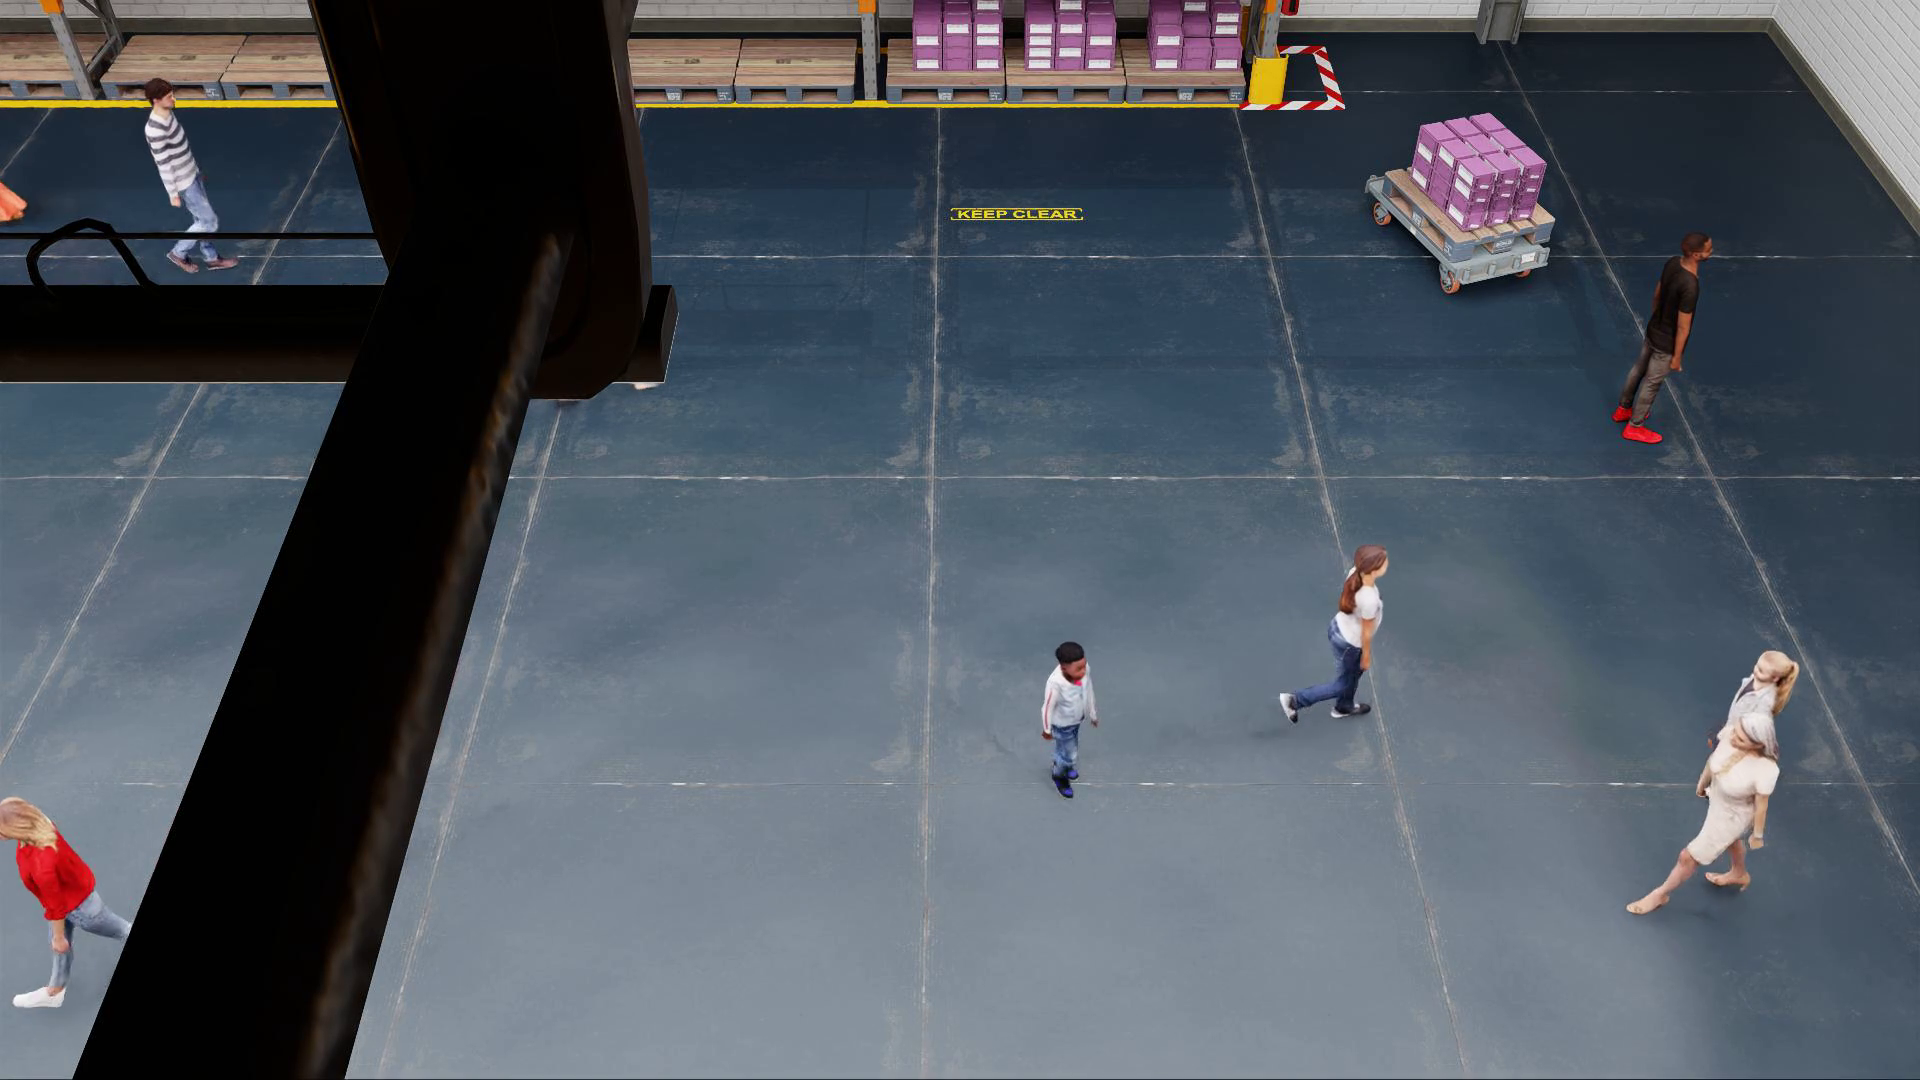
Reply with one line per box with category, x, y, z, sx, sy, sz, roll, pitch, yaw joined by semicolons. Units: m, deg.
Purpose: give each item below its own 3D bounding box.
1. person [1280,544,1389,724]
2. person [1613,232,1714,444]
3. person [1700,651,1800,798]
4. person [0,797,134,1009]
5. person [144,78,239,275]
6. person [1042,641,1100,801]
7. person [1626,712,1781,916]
person;2.407;0.633;10.477;0.891;1.550;0.565;-3;44;-4
person;5.326;-1.548;12.582;0.532;1.806;0.641;-2;44;-2
person;4.862;1.143;10.148;0.570;1.266;0.537;4;44;4
person;-4.714;1.933;9.030;1.170;1.664;0.990;-23;48;-23
person;-6.705;-3.035;14.127;0.818;1.828;0.746;-6;44;-6
person;0.622;1.042;10.268;0.652;1.248;0.591;34;53;30
person;4.405;1.547;9.418;1.022;1.687;0.682;-4;44;-4
